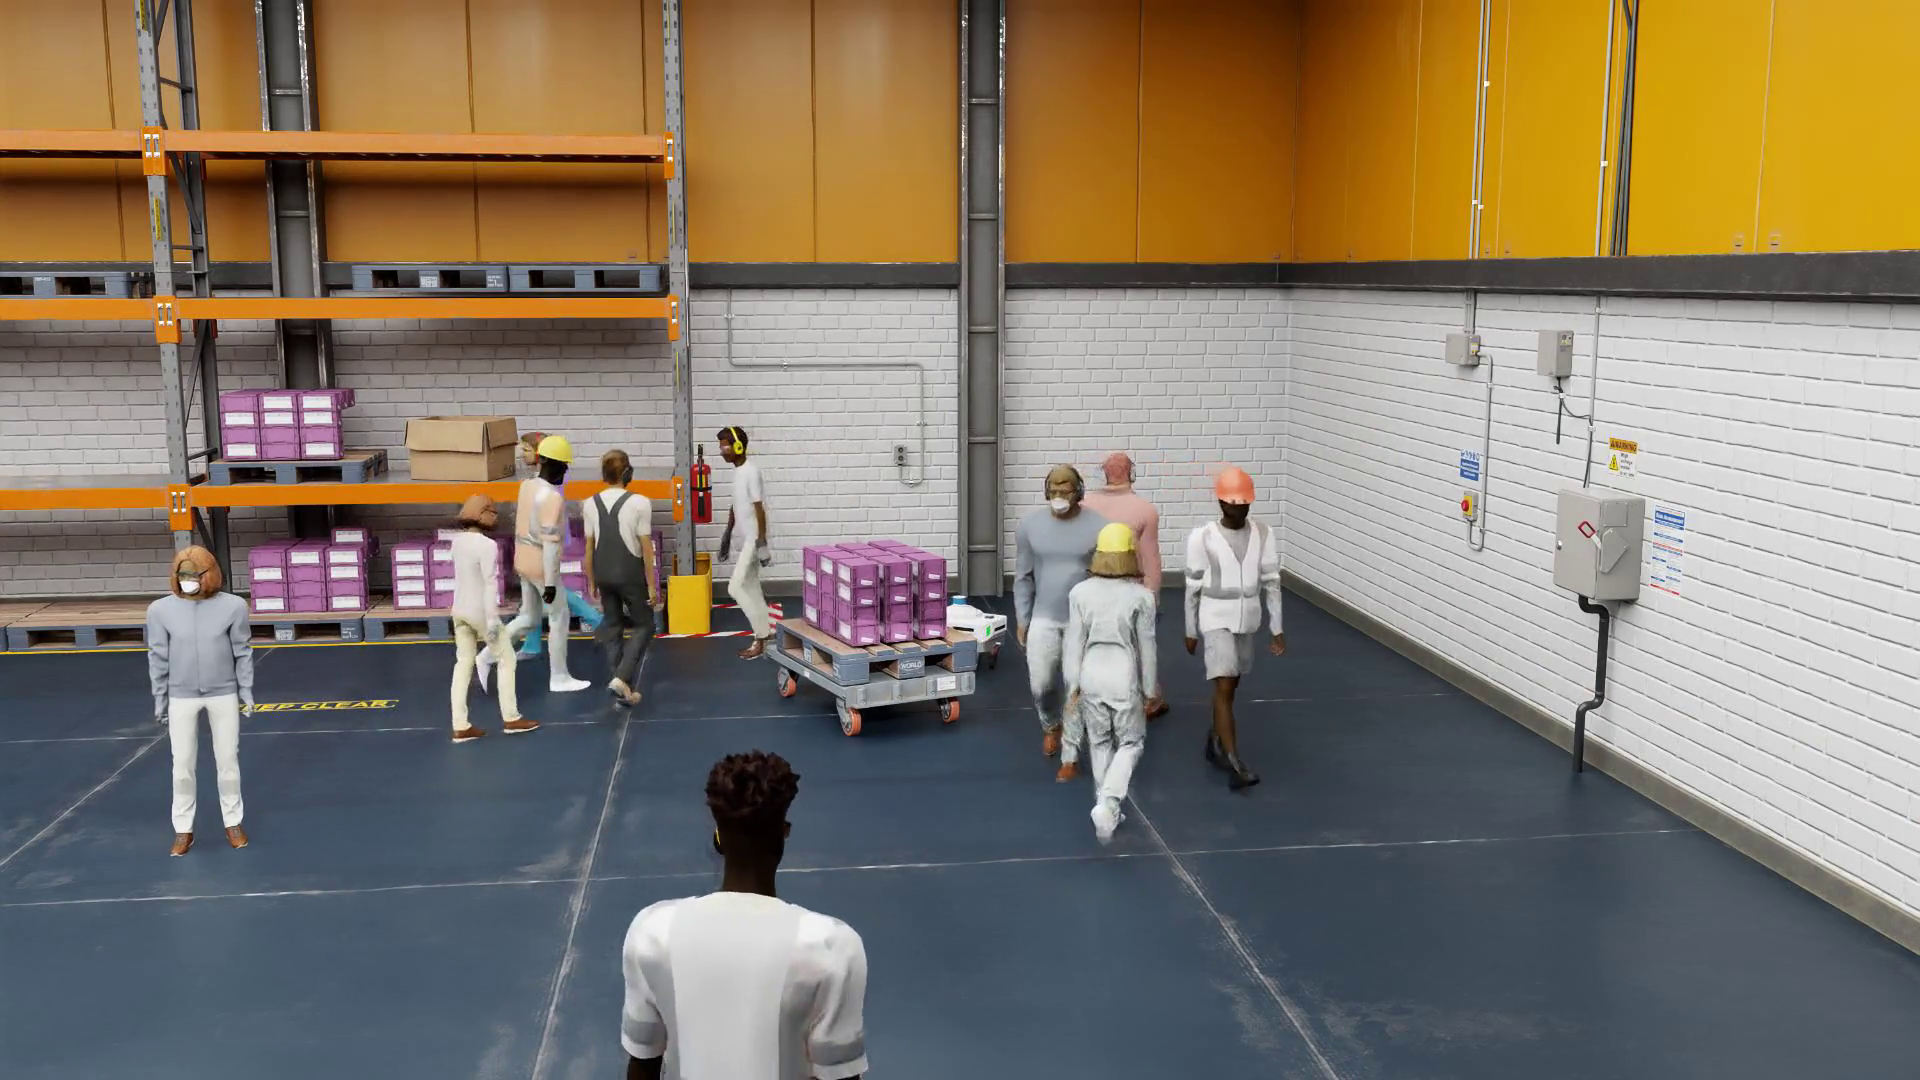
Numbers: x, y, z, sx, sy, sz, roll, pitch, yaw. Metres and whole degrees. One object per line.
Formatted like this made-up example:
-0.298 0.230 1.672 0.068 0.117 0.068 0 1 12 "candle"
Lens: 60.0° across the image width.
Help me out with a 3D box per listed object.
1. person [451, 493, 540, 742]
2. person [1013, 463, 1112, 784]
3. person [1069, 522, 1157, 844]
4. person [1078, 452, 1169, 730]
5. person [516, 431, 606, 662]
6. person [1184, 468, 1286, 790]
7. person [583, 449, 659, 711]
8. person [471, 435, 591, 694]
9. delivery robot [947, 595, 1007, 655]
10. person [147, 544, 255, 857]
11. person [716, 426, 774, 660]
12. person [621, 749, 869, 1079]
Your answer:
-3.079 0.492 10.872 0.533 1.606 0.680 8 12 41 "person"
0.638 0.478 10.022 0.629 1.921 0.527 2 9 13 "person"
0.790 0.768 8.830 0.489 1.718 0.607 4 10 25 "person"
1.068 0.343 11.113 0.691 1.861 0.927 6 11 34 "person"
-3.178 0.045 13.046 0.781 1.820 0.576 -2 9 -12 "person"
1.657 0.521 9.866 0.554 1.883 0.979 -3 10 -17 "person"
-2.333 0.290 11.457 0.538 1.834 0.435 3 9 15 "person"
-3.083 0.203 11.839 0.808 1.883 0.642 -7 11 -36 "person"
-0.004 0.670 12.772 0.707 0.478 0.477 5 10 28 "delivery robot"
-3.960 0.828 8.716 0.501 1.633 0.289 -4 10 -23 "person"
-1.679 0.026 13.080 0.481 1.839 0.547 -3 10 -17 "person"
-0.518 1.461 3.866 0.602 1.933 0.845 2 9 11 "person"
